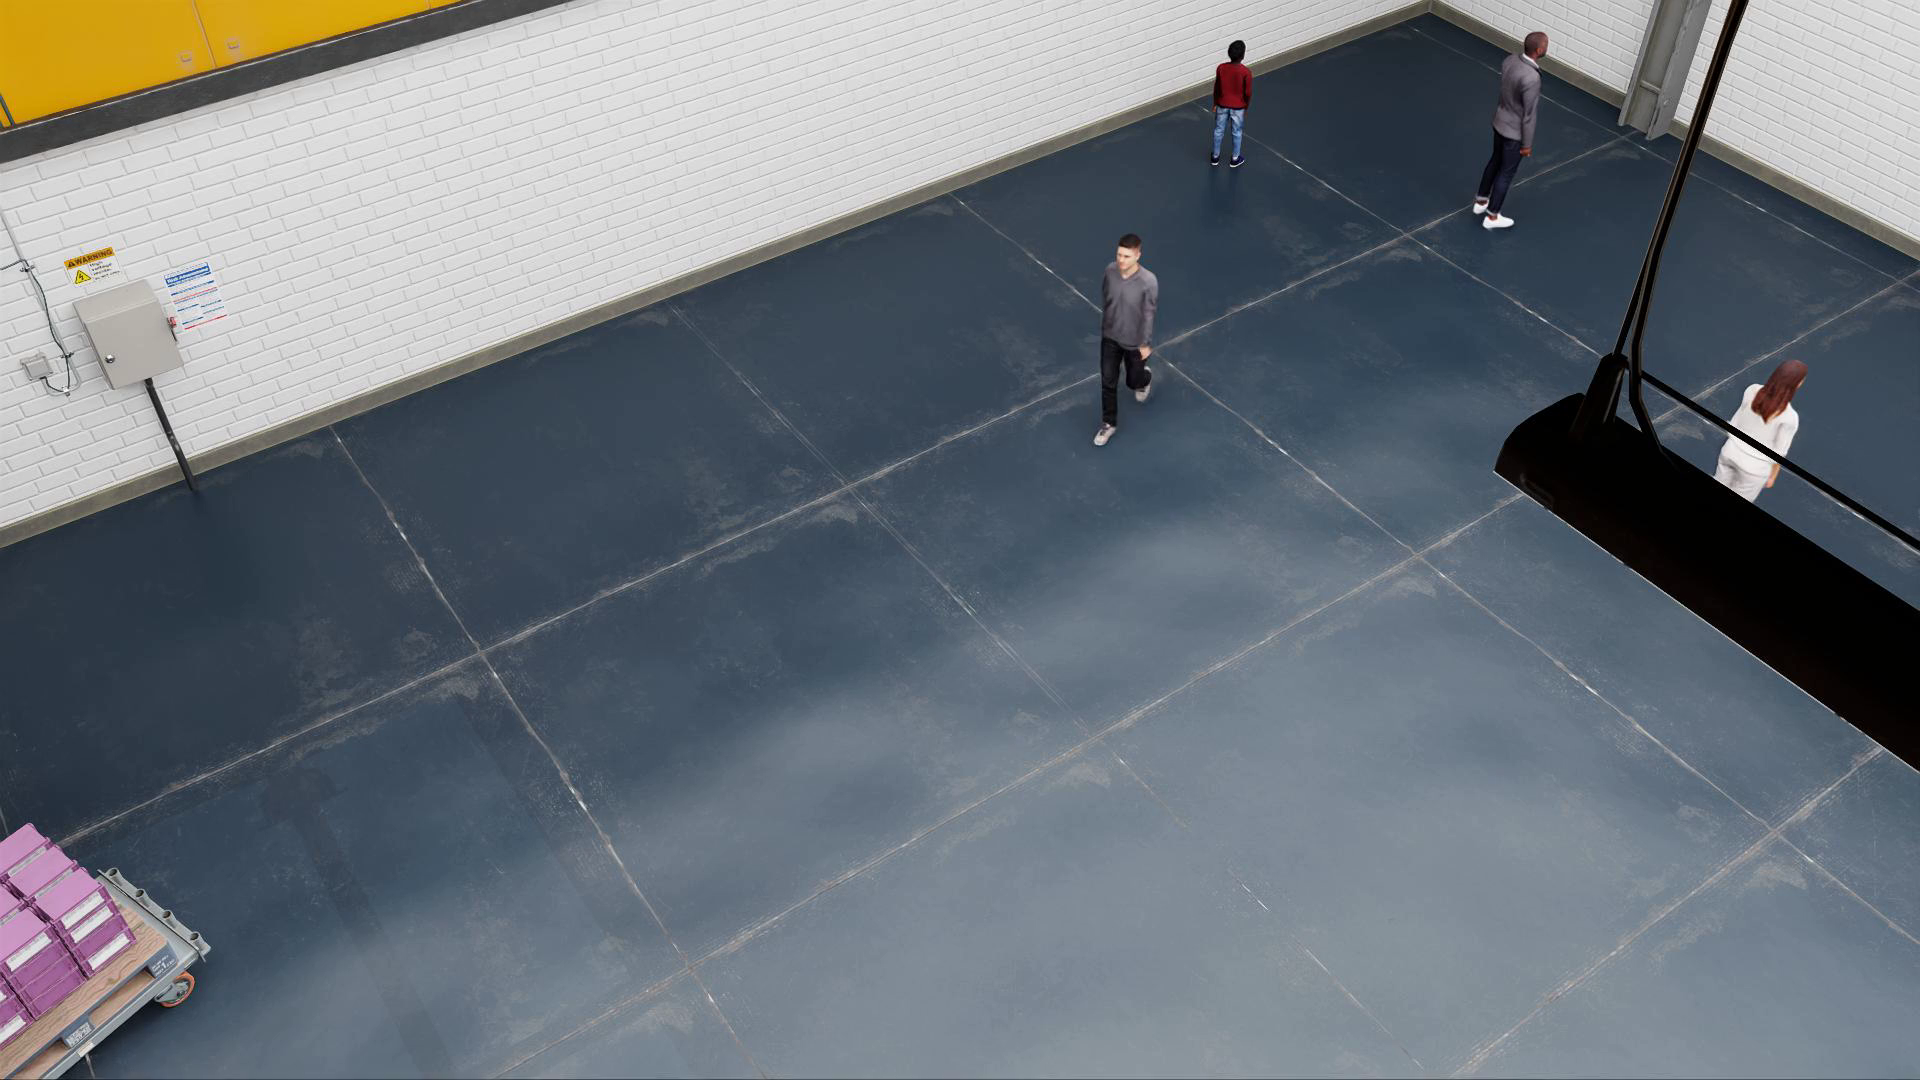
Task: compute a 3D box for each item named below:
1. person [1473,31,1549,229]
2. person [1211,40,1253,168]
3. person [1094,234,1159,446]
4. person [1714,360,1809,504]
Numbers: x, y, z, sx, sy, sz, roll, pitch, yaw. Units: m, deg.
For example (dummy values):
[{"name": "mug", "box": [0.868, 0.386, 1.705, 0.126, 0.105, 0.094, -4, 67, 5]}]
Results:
[{"name": "person", "box": [4.850, -3.623, 14.666, 0.860, 1.814, 0.703, -6, 44, -6]}, {"name": "person", "box": [2.538, -4.085, 15.556, 0.560, 1.256, 0.645, 16, 46, 16]}, {"name": "person", "box": [1.288, -1.562, 12.553, 1.038, 1.745, 0.960, 21, 48, 21]}, {"name": "person", "box": [5.473, -0.567, 11.549, 0.663, 1.688, 0.493, -23, 48, -22]}]
